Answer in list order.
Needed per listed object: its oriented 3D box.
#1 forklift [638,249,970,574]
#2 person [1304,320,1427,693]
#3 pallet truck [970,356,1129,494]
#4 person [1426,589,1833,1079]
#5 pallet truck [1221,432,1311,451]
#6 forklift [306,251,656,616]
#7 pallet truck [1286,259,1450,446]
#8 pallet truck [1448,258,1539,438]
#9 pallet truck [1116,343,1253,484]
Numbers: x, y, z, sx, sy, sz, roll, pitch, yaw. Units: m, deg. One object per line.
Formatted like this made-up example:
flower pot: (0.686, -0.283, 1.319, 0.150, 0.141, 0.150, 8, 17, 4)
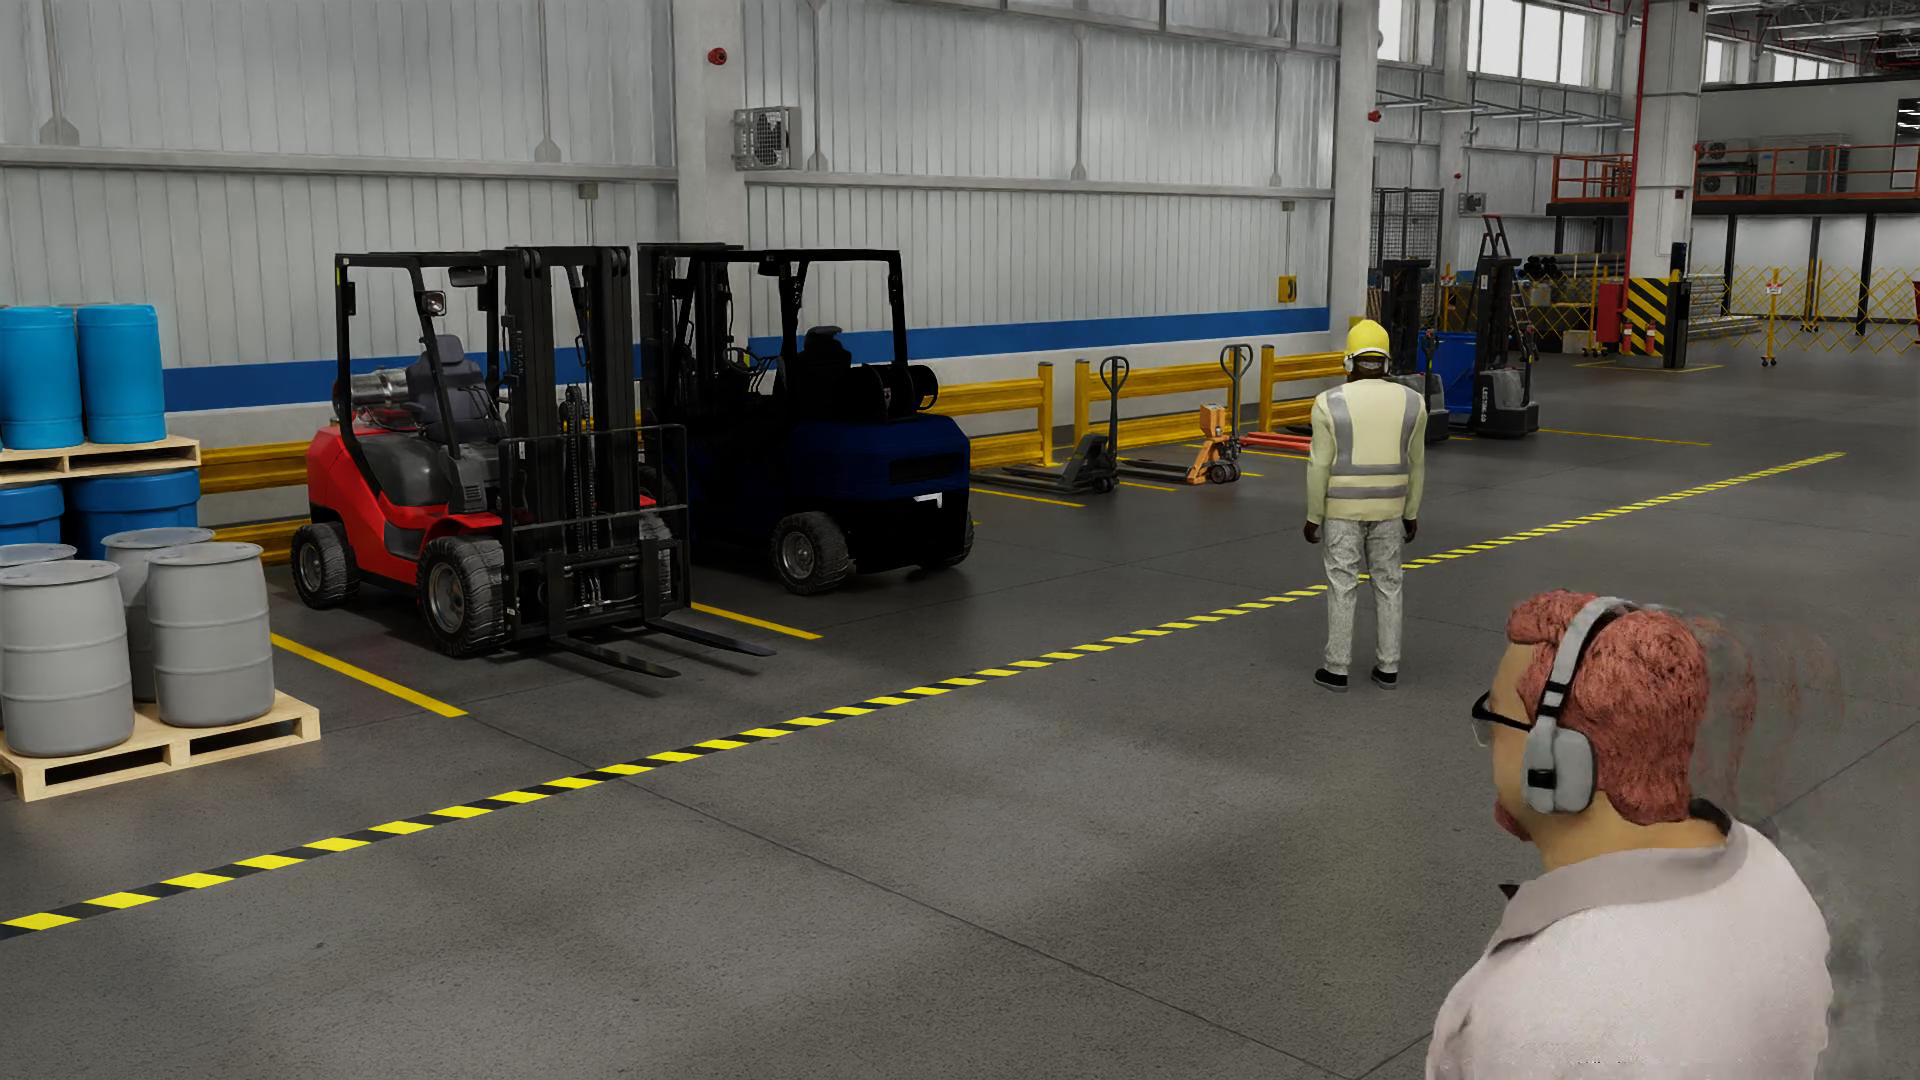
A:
forklift: (-1.173, -0.958, 11.239, 2.680, 1.987, 1.157, 10, 14, 43)
person: (1.975, -0.160, 8.183, 0.595, 1.831, 0.403, -1, 10, -7)
pallet truck: (0.784, -1.085, 14.876, 0.680, 1.201, 1.601, -10, 14, -44)
person: (0.751, 0.981, 1.935, 0.639, 1.865, 1.011, -8, 13, -38)
pallet truck: (3.563, -1.581, 17.381, 0.653, 1.274, 1.630, -10, 14, -44)
forklift: (-2.833, -0.669, 9.694, 1.157, 1.987, 2.680, -10, 14, -44)
pallet truck: (4.493, -2.078, 18.196, 0.823, 1.965, 1.885, -9, 14, -40)
pallet truck: (5.704, -2.208, 18.901, 1.885, 1.965, 0.823, 10, 14, 43)
pallet truck: (1.962, -1.215, 15.415, 1.522, 1.261, 0.704, 10, 14, 43)
